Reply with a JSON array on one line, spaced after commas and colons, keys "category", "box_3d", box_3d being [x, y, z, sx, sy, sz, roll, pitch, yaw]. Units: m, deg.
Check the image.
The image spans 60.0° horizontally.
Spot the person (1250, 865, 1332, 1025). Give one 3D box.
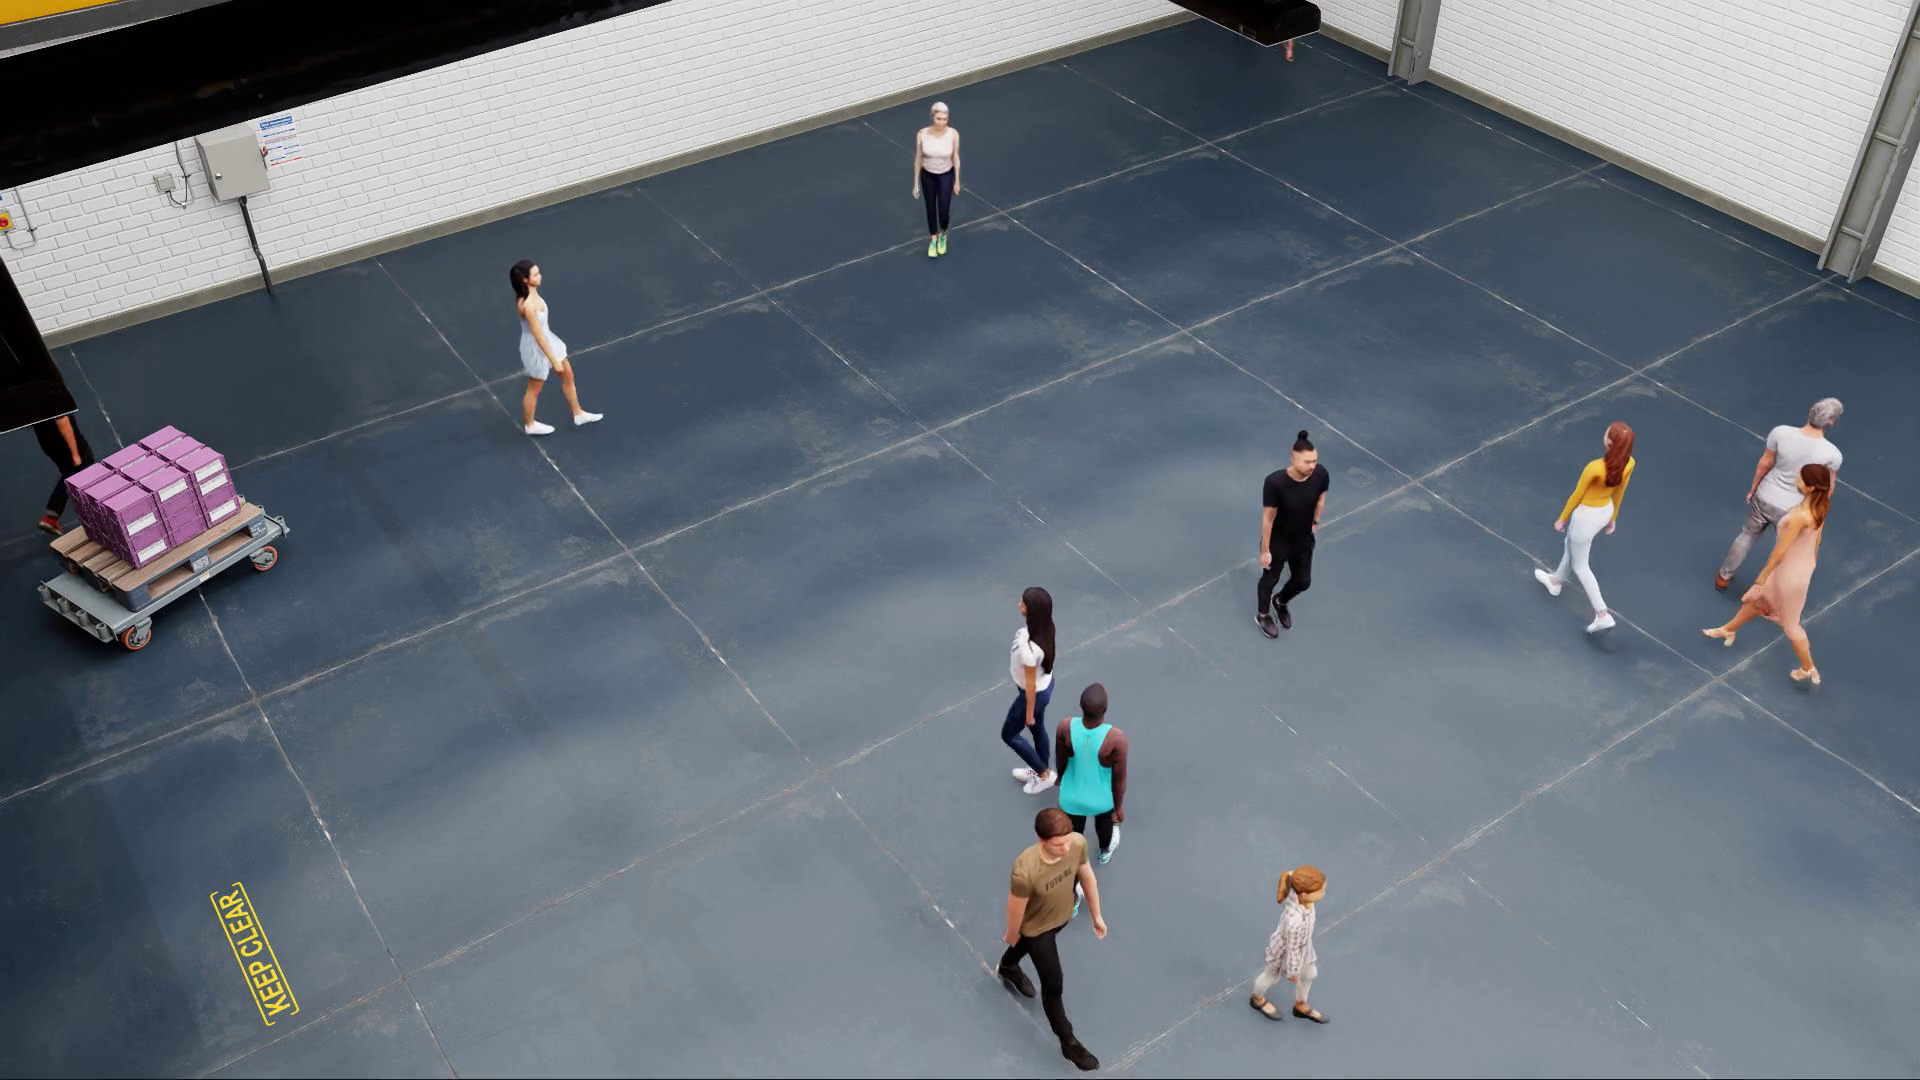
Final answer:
[{"category": "person", "box_3d": [1.856, 2.329, 9.680, 0.808, 1.290, 0.709, 20, 43, 23]}]

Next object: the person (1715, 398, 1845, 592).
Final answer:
[{"category": "person", "box_3d": [6.188, -0.257, 12.505, 0.599, 1.805, 0.795, 25, 45, 28]}]

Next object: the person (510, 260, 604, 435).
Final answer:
[{"category": "person", "box_3d": [-3.708, -1.607, 14.277, 0.924, 1.704, 0.951, -2, 39, -2]}]

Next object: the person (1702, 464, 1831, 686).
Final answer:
[{"category": "person", "box_3d": [5.998, 0.293, 11.833, 0.794, 1.785, 1.172, -31, 48, -33]}]

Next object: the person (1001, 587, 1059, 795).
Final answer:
[{"category": "person", "box_3d": [0.574, 1.022, 10.936, 0.791, 1.764, 0.740, 12, 40, 14]}]

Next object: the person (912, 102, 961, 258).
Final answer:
[{"category": "person", "box_3d": [-0.222, -3.702, 16.913, 0.729, 1.688, 0.785, 7, 39, 8]}]

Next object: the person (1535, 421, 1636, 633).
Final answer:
[{"category": "person", "box_3d": [4.731, -0.082, 12.352, 0.698, 1.723, 1.157, -17, 42, -20]}]

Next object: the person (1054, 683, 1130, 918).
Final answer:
[{"category": "person", "box_3d": [0.751, 1.634, 10.150, 1.024, 1.790, 1.034, 11, 40, 14]}]

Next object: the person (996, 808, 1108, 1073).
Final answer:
[{"category": "person", "box_3d": [0.439, 2.113, 9.537, 0.768, 1.806, 1.234, -29, 47, -32]}]

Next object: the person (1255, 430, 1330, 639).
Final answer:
[{"category": "person", "box_3d": [2.374, -0.097, 12.265, 0.785, 1.855, 0.768, -8, 39, -10]}]
